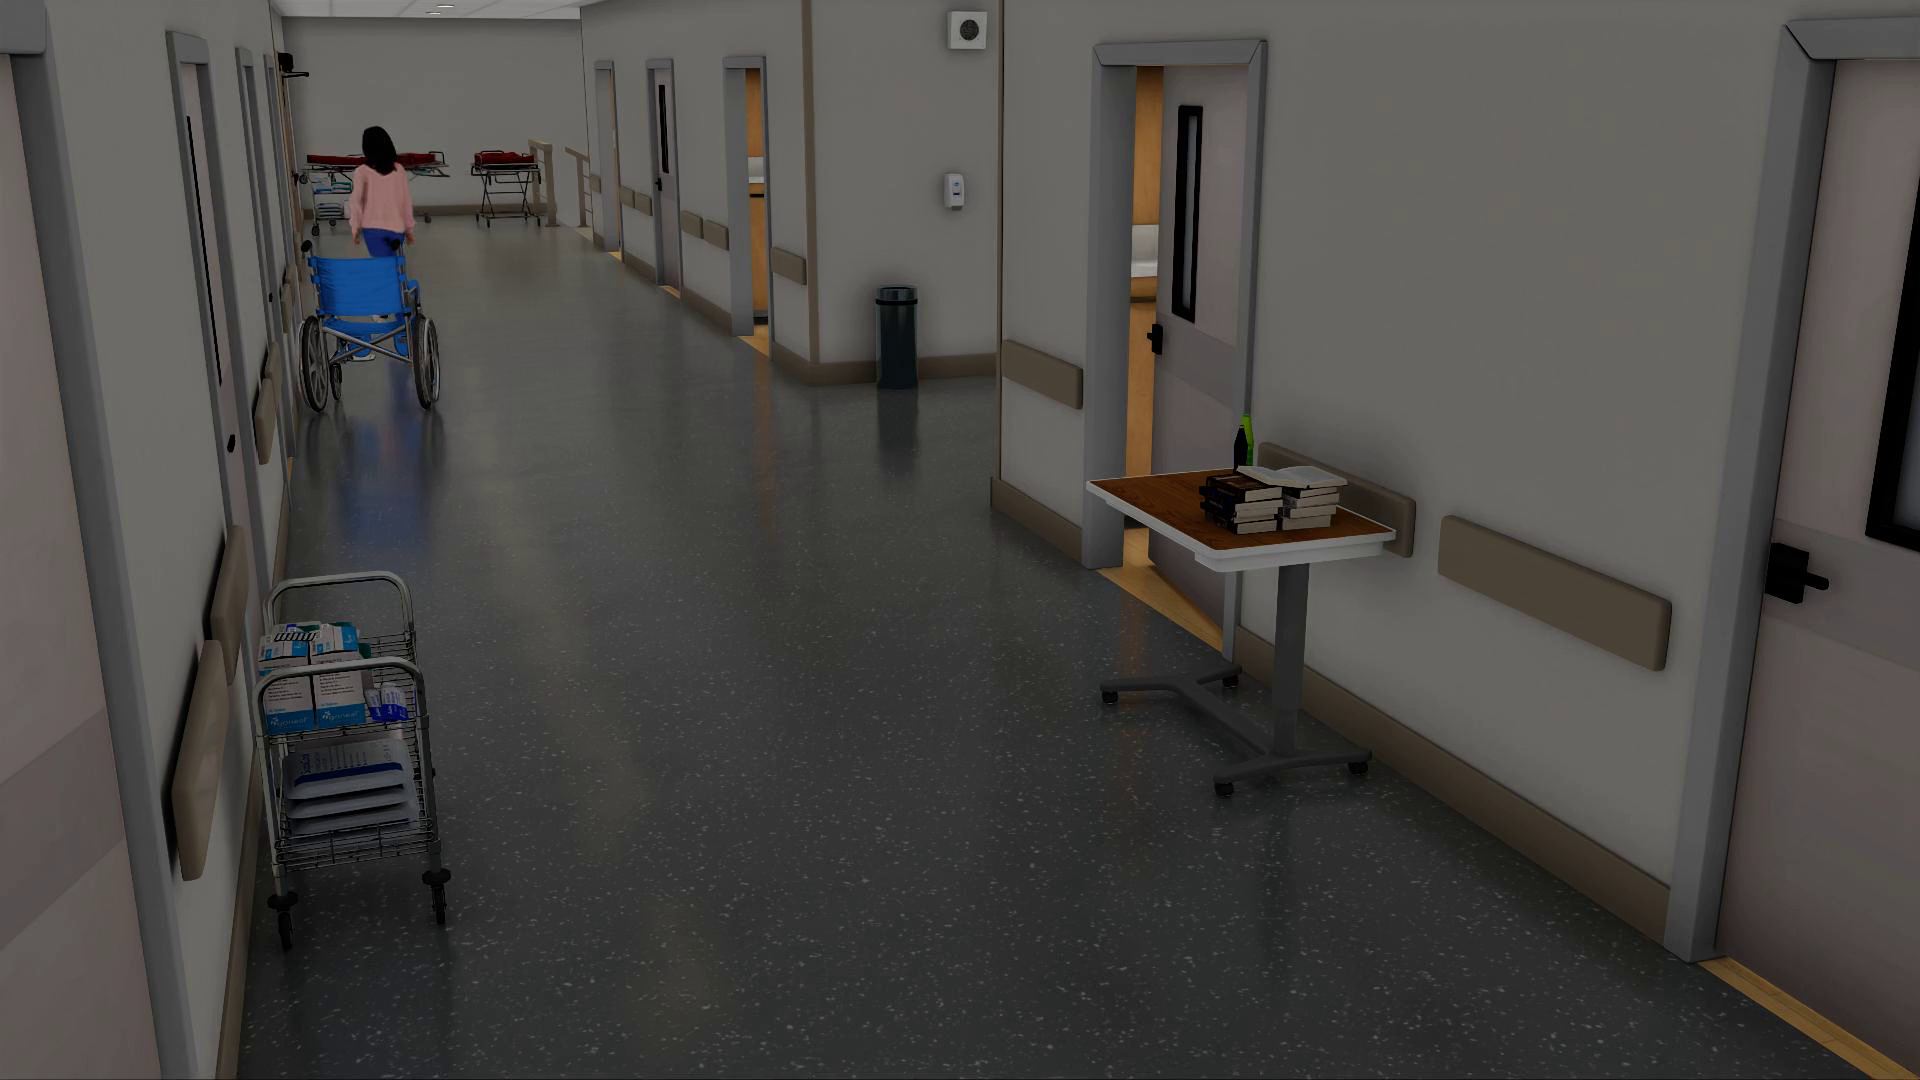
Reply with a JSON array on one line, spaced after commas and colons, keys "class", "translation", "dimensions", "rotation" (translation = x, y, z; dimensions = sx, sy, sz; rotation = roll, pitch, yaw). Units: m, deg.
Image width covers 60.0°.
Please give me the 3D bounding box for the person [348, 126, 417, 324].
[{"class": "person", "translation": [-4.742, -2.499, 13.788], "dimensions": [0.914, 1.716, 1.200], "rotation": [-13, 20, -38]}]
